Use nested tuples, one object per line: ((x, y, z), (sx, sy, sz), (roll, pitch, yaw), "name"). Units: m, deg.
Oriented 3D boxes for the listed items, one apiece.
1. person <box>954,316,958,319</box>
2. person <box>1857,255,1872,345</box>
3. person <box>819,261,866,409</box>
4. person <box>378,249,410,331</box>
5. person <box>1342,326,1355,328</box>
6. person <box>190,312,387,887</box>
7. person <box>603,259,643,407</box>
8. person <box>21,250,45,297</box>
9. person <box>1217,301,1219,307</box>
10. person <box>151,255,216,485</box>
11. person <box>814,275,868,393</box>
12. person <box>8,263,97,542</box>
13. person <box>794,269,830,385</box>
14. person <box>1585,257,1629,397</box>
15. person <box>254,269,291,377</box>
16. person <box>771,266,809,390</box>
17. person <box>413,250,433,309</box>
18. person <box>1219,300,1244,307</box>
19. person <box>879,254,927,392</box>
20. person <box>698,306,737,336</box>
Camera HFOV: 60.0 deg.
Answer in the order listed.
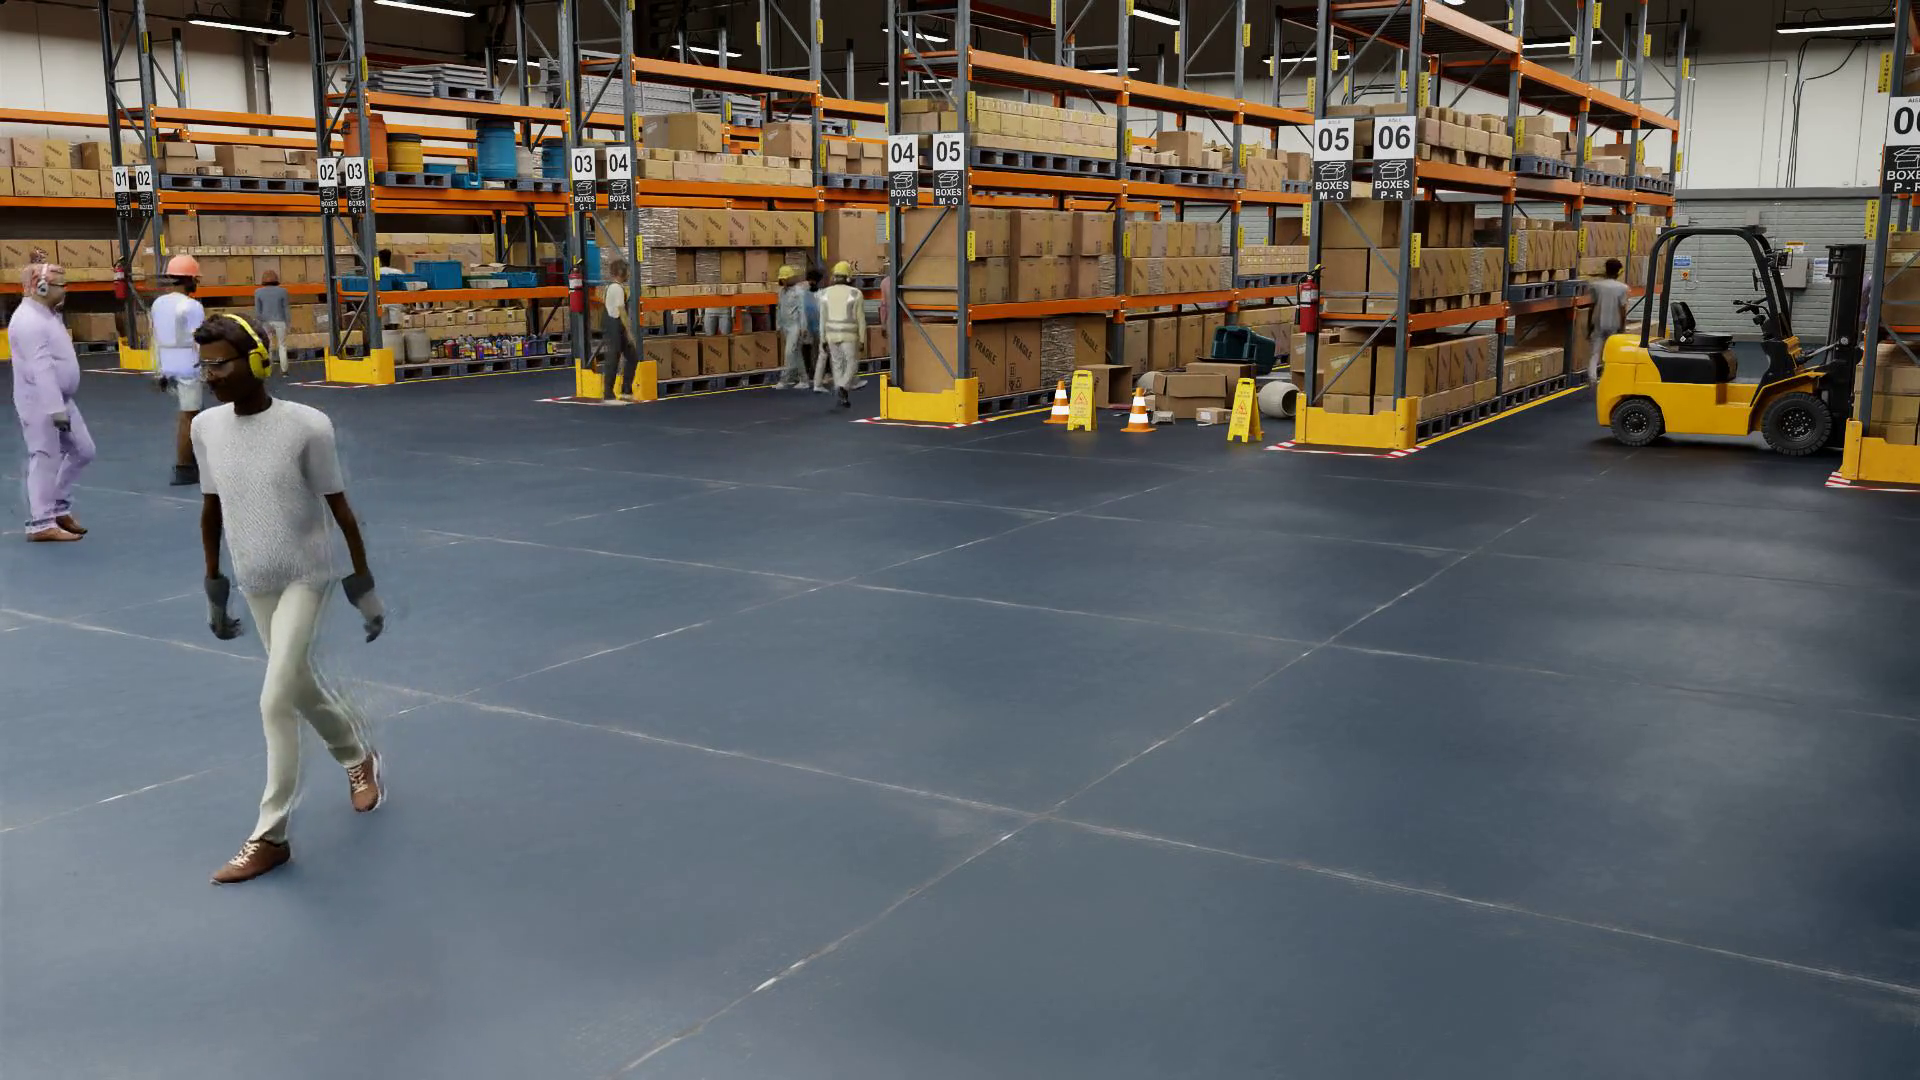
((0.159, -3.020, 22.637), (0.606, 2.035, 0.403), (6, 12, 30), "person")
((12.798, -3.179, 23.850), (0.587, 1.920, 0.384), (6, 12, 32), "person")
((-1.436, -2.476, 20.204), (0.595, 1.815, 0.546), (3, 11, 17), "person")
((-9.952, -4.104, 28.987), (0.619, 1.935, 0.926), (0, 10, 2), "person")
((5.964, -3.341, 24.749), (0.552, 1.922, 0.659), (9, 14, 42), "person")
((-2.228, 0.140, 5.572), (0.595, 1.818, 0.926), (3, 10, 15), "person")
((-4.180, -2.562, 20.645), (0.629, 1.816, 0.591), (-1, 10, -8), "person")
((-15.733, -4.004, 28.490), (0.638, 1.911, 0.402), (7, 12, 33), "person")
((5.194, -4.543, 31.612), (0.894, 1.875, 0.588), (-5, 11, -26), "person")
((-6.470, -1.426, 14.003), (0.581, 1.917, 0.553), (6, 12, 30), "person")
((-1.663, -2.794, 22.571), (0.860, 1.591, 0.535), (-9, 14, -41), "person")
((-6.149, -0.917, 11.263), (0.453, 1.885, 0.635), (-2, 10, -12), "person")
((-2.067, -2.990, 23.483), (0.551, 1.651, 0.842), (4, 11, 20), "person")
((8.412, -2.762, 21.696), (0.521, 1.852, 0.759), (6, 12, 30), "person")
((-10.394, -3.272, 25.174), (0.502, 1.634, 0.299), (-3, 10, -15), "person")
((-2.388, -2.916, 22.946), (0.784, 1.691, 0.526), (-10, 14, -43), "person")
((-10.562, -4.745, 32.713), (0.573, 1.883, 0.356), (6, 12, 31), "person")
((4.933, -4.348, 30.375), (0.556, 1.920, 0.735), (7, 12, 34), "person")
((-0.774, -2.948, 22.651), (0.656, 1.887, 0.627), (2, 10, 12), "person")
((-3.683, -3.440, 25.283), (0.624, 1.931, 0.371), (0, 10, 0), "person")
